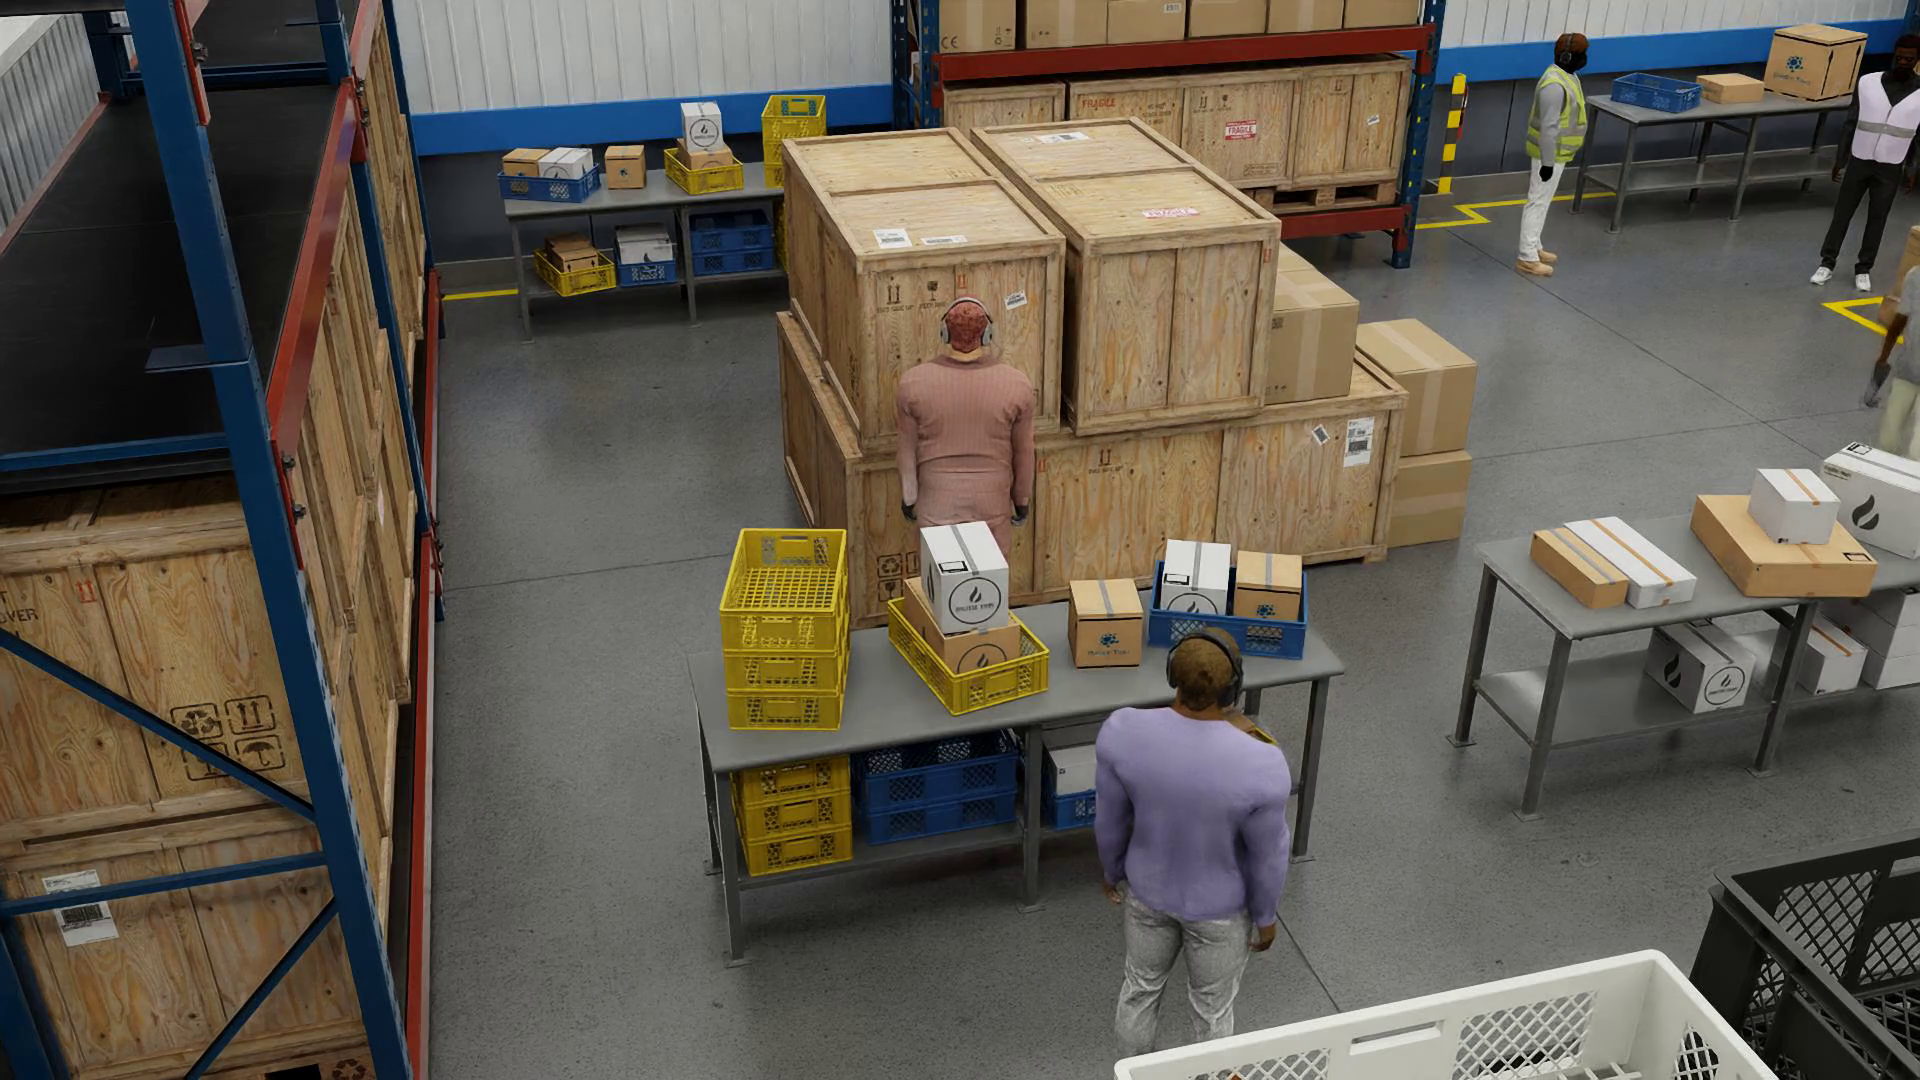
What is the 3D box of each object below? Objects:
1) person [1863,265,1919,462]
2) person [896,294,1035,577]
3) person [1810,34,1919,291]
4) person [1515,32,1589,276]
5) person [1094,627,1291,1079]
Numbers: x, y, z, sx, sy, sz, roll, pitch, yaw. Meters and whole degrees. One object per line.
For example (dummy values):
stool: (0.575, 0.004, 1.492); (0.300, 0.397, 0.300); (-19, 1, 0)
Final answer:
person: (5.195, -0.843, 8.985); (0.325, 1.867, 0.541); (-19, 34, -30)
person: (0.025, -0.240, 7.856); (0.644, 1.900, 0.396); (0, 29, -1)
person: (6.929, -2.851, 12.567); (0.587, 1.920, 0.390); (15, 32, 26)
person: (4.607, -3.001, 12.918); (0.429, 1.842, 0.633); (12, 31, 21)
person: (0.728, 1.122, 5.335); (0.627, 1.941, 0.371); (13, 31, 22)
